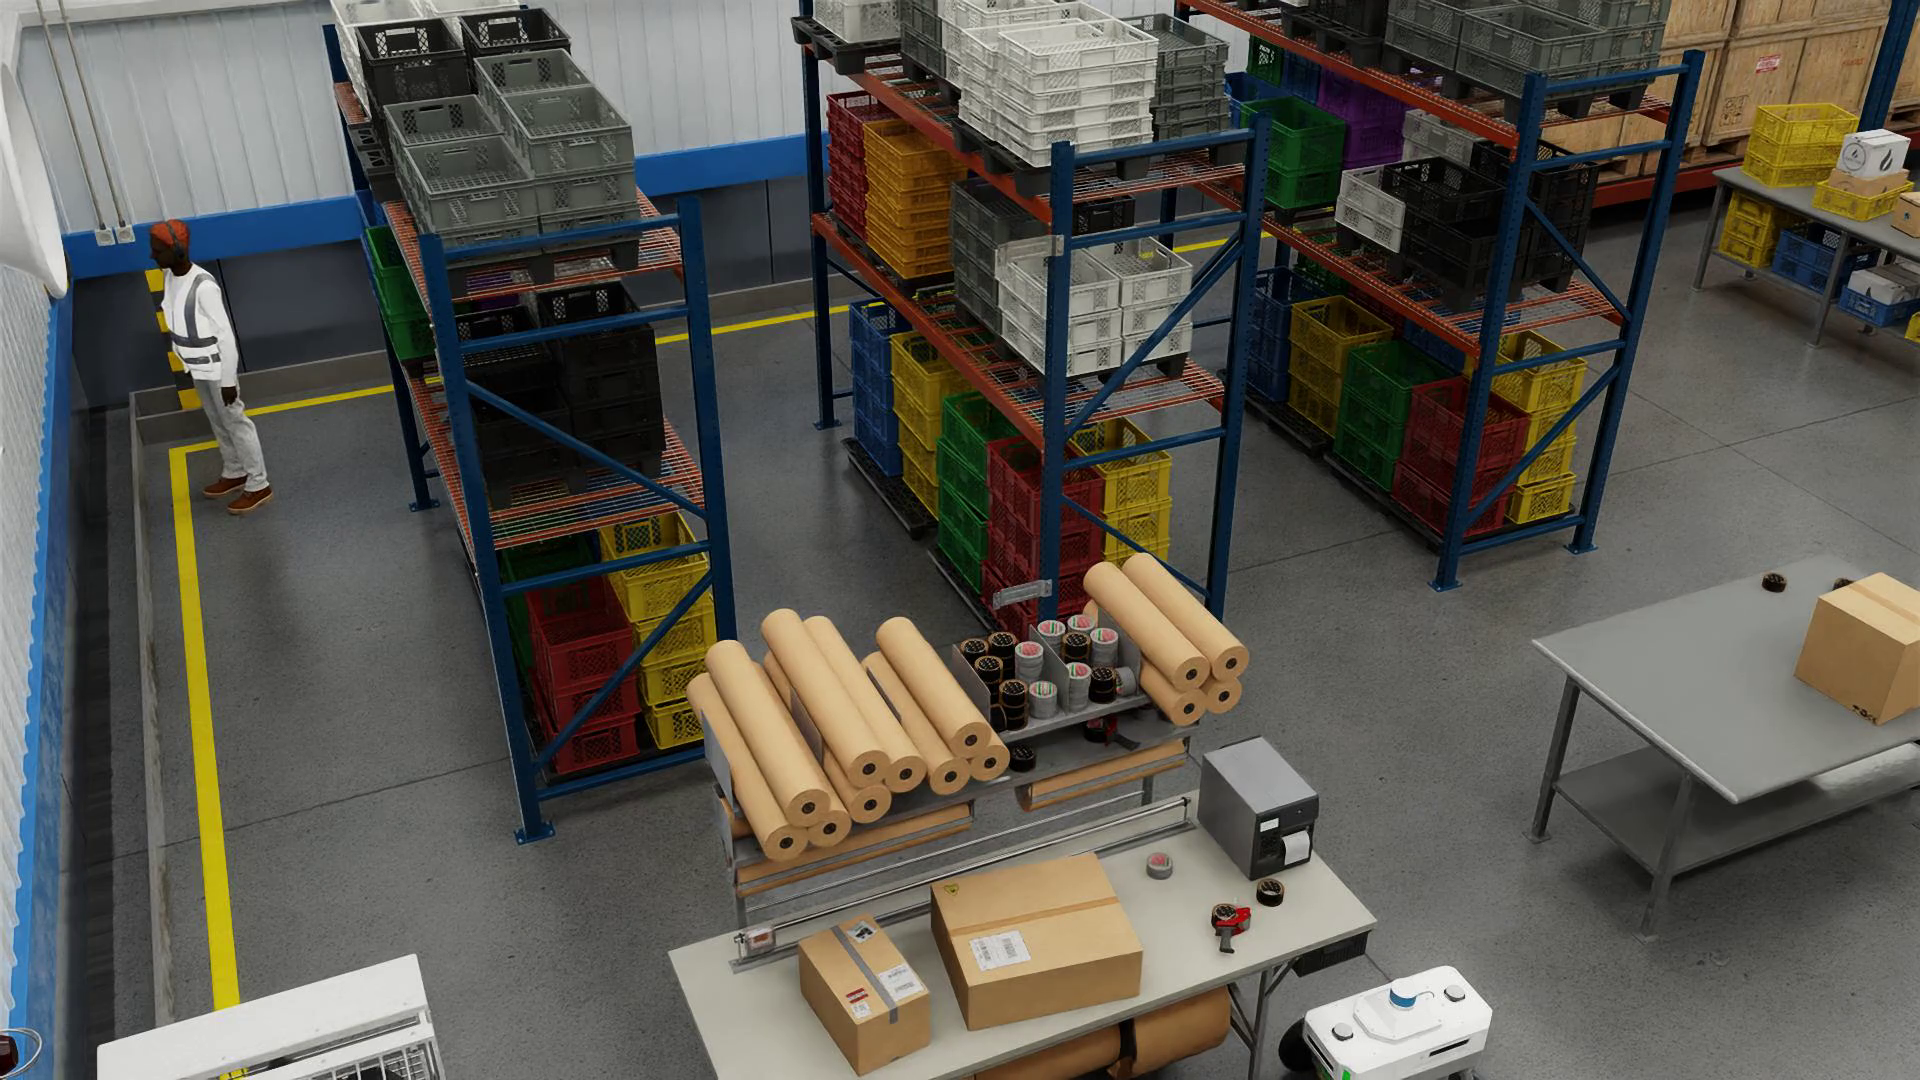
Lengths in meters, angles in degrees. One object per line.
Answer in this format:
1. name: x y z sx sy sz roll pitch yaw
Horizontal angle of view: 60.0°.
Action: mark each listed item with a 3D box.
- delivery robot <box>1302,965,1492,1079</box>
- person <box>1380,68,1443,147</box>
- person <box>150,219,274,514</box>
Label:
1. delivery robot: 1.700 1.915 6.480 0.707 0.478 0.477 -12 34 -19
2. person: 3.641 -3.367 13.845 0.374 1.933 0.625 -26 40 -36
3. person: -4.573 -1.051 10.128 0.576 1.878 0.352 27 41 36
